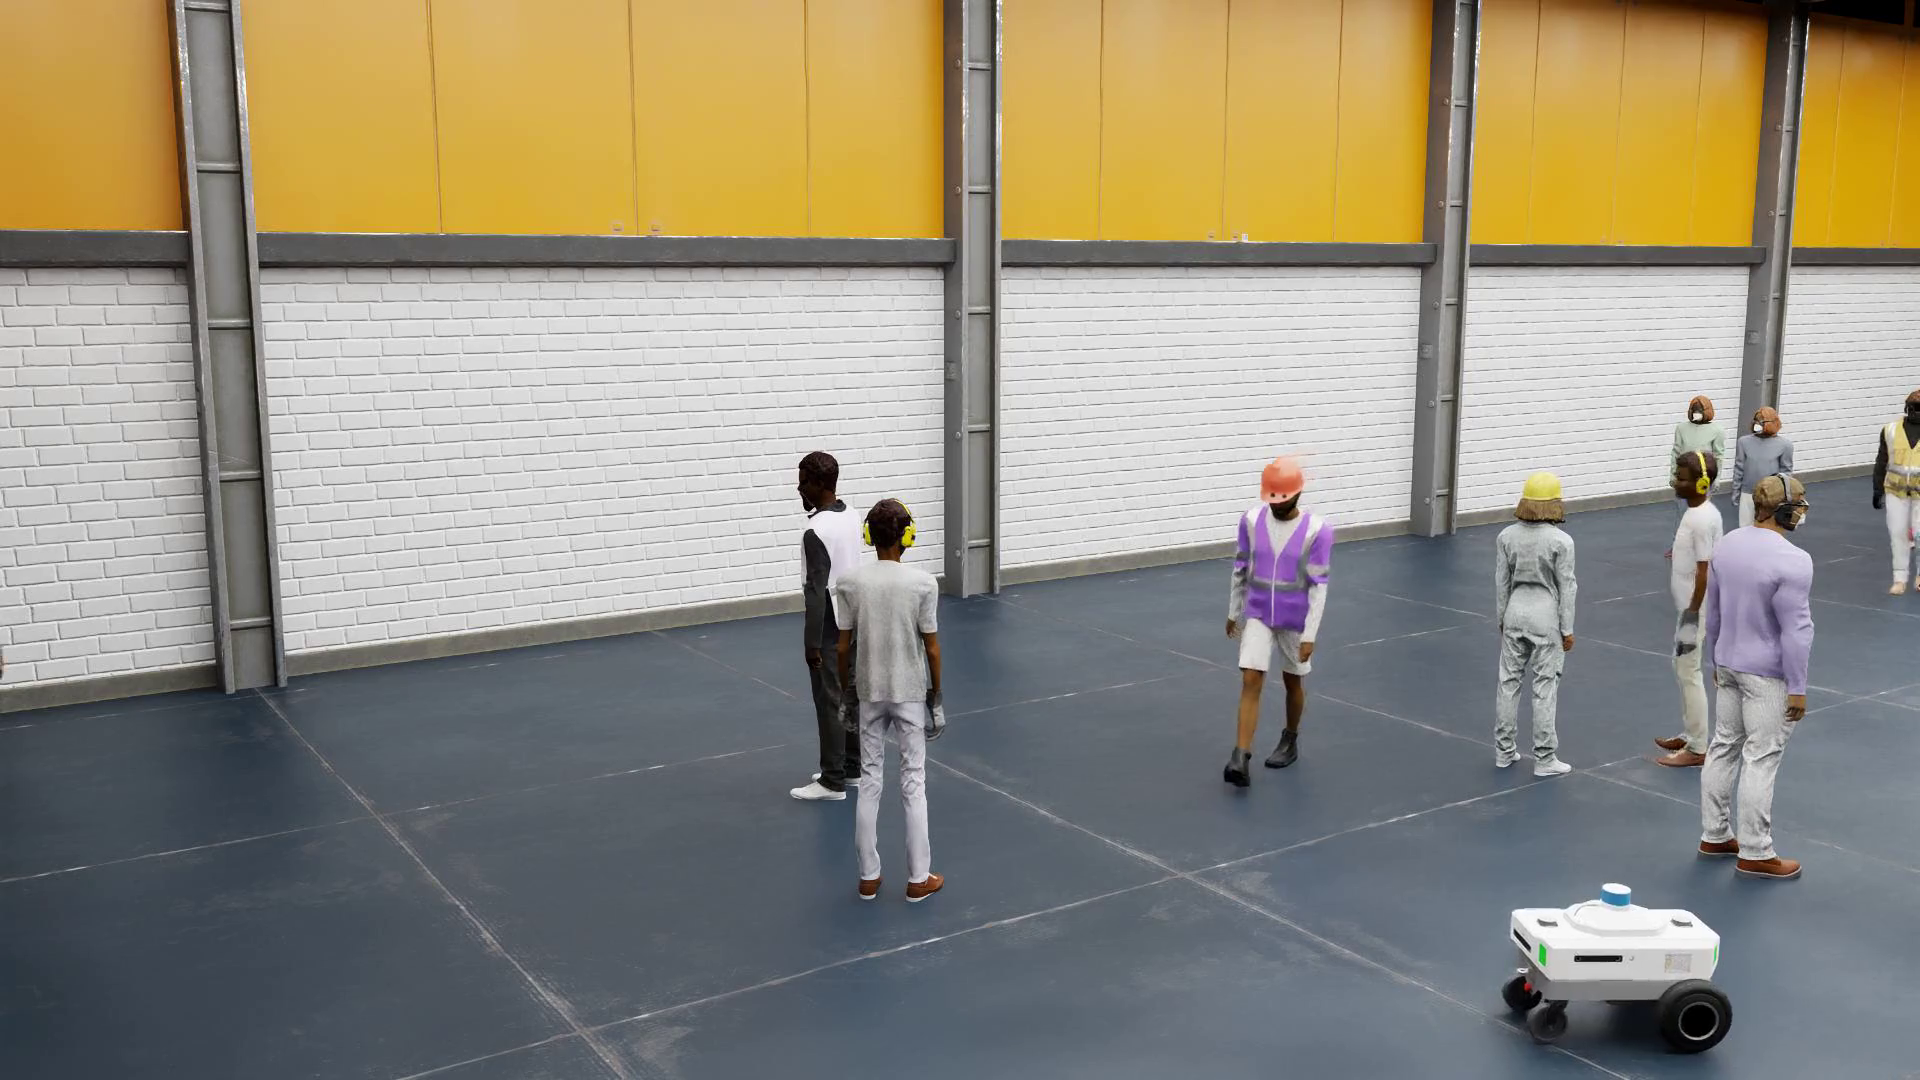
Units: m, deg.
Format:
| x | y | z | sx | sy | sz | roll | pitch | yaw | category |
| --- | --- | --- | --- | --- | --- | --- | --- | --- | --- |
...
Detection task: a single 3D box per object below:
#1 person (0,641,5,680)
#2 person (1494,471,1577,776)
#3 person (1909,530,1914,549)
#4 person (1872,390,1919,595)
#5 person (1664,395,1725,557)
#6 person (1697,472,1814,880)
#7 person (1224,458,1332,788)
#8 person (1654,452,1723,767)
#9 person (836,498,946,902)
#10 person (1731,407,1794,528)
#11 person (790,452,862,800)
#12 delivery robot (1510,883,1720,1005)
| x | y | z | sx | sy | sz | roll | pitch | yaw | category |
| --- | --- | --- | --- | --- | --- | --- | --- | --- | --- |
| -5.245 | 0.537 | 8.699 | 0.515 | 1.896 | 0.651 | -8 | 12 | -41 | person |
| 3.302 | 0.474 | 9.541 | 0.290 | 1.745 | 0.485 | -8 | 13 | -41 | person |
| 9.782 | -0.735 | 16.796 | 0.337 | 1.757 | 0.532 | -8 | 12 | -38 | person |
| 8.371 | -0.409 | 14.622 | 0.660 | 1.822 | 0.436 | 9 | 13 | 42 | person |
| 7.268 | -0.614 | 16.437 | 0.498 | 1.632 | 0.285 | 9 | 13 | 42 | person |
| 3.815 | 0.640 | 7.959 | 0.353 | 1.937 | 0.635 | -2 | 10 | -12 | person |
| 1.743 | 0.456 | 9.312 | 0.621 | 1.851 | 1.020 | 5 | 10 | 25 | person |
| 4.241 | 0.411 | 9.651 | 0.313 | 1.849 | 0.624 | 3 | 10 | 19 | person |
| -0.311 | 0.733 | 7.625 | 0.510 | 1.865 | 0.329 | 2 | 10 | 12 | person |
| 7.288 | -0.400 | 15.144 | 0.500 | 1.632 | 0.286 | 9 | 13 | 42 | person |
| -0.699 | 0.469 | 9.083 | 0.397 | 1.911 | 0.587 | 3 | 10 | 16 | person |
| 2.477 | 1.552 | 6.322 | 0.707 | 0.478 | 0.477 | 0 | 9 | -2 | delivery robot |
